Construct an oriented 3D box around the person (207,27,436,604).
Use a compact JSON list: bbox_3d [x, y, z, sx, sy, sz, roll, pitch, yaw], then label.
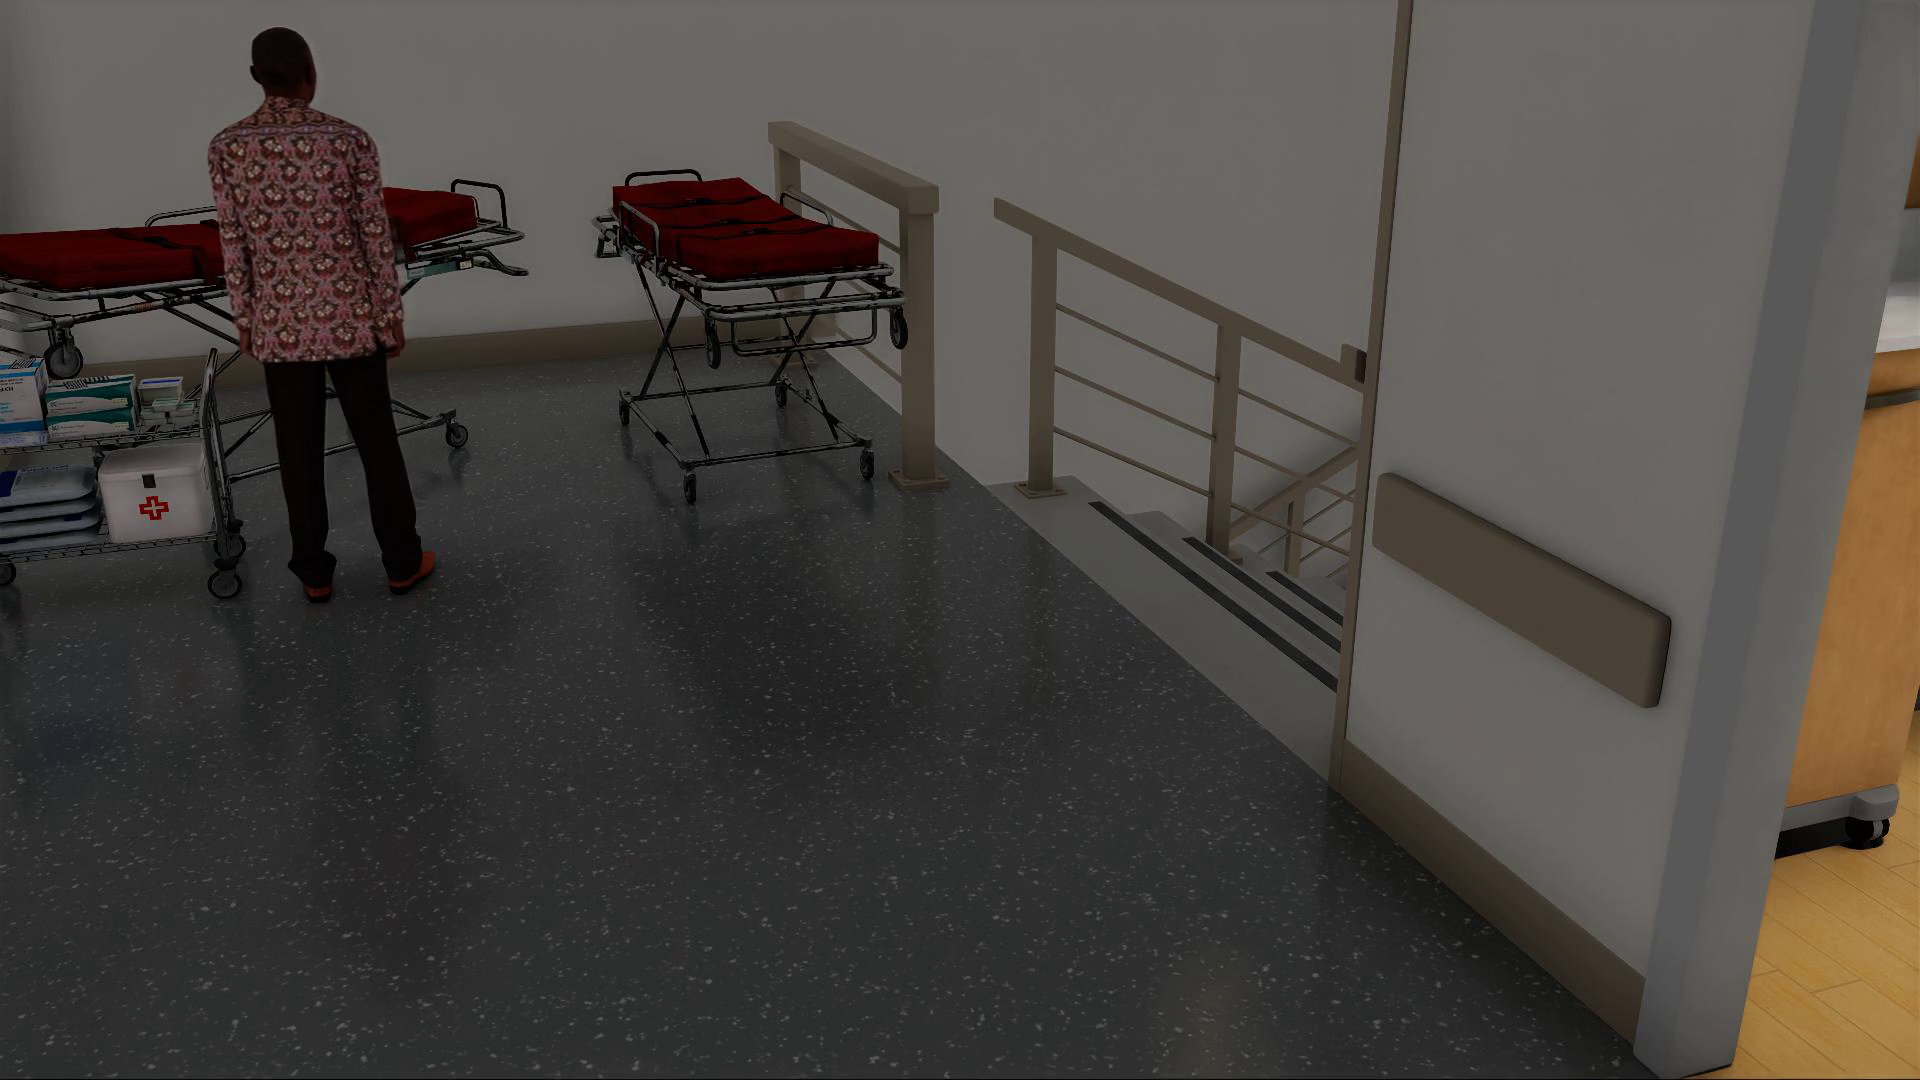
[{"bbox_3d":[-2.034,-0.688,5.284,0.712,1.807,0.650,-3,21,-9],"label":"person"}]
